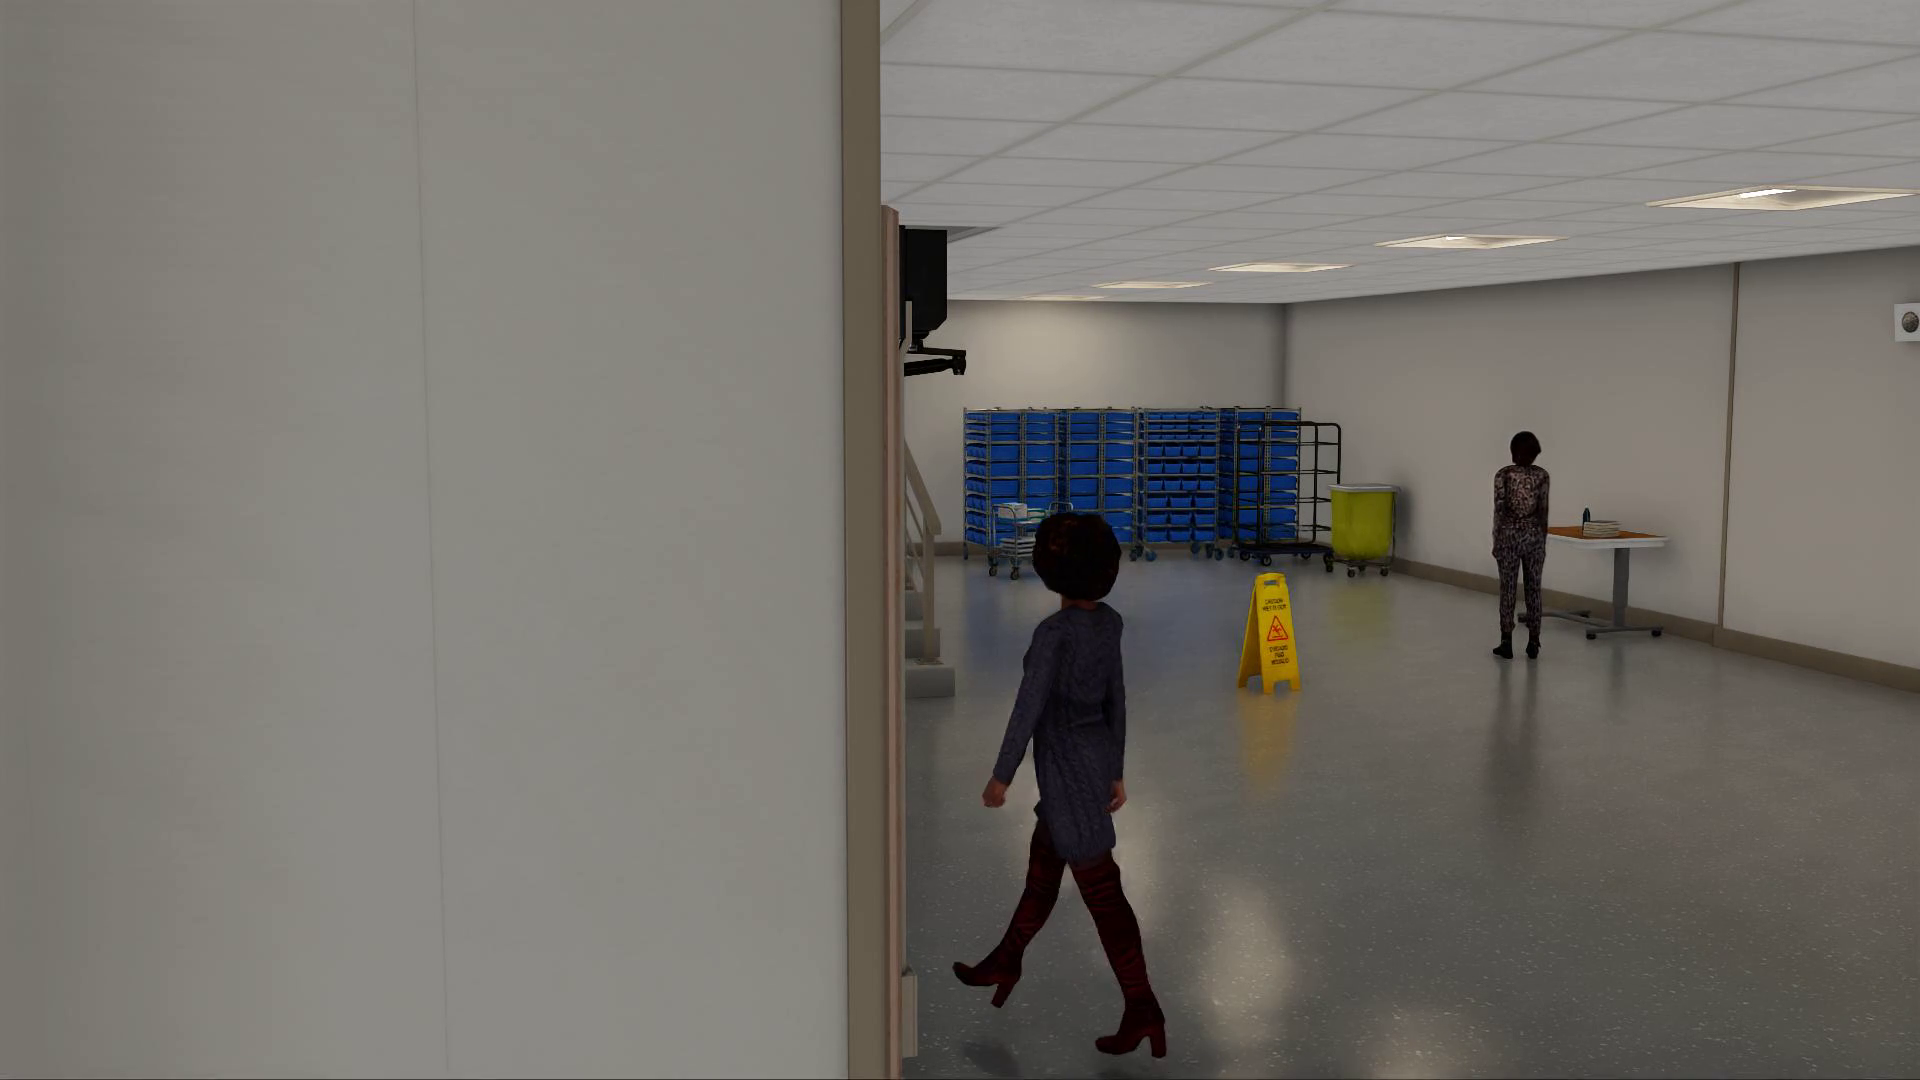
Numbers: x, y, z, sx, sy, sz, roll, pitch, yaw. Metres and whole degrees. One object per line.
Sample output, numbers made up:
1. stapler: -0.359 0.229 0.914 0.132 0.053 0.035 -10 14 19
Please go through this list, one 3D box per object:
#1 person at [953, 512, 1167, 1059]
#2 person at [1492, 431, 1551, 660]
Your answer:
1. person: 0.433 0.791 5.159 1.120 1.672 1.021 4 7 33
2. person: 4.218 0.031 12.513 0.646 1.711 0.665 0 6 2
